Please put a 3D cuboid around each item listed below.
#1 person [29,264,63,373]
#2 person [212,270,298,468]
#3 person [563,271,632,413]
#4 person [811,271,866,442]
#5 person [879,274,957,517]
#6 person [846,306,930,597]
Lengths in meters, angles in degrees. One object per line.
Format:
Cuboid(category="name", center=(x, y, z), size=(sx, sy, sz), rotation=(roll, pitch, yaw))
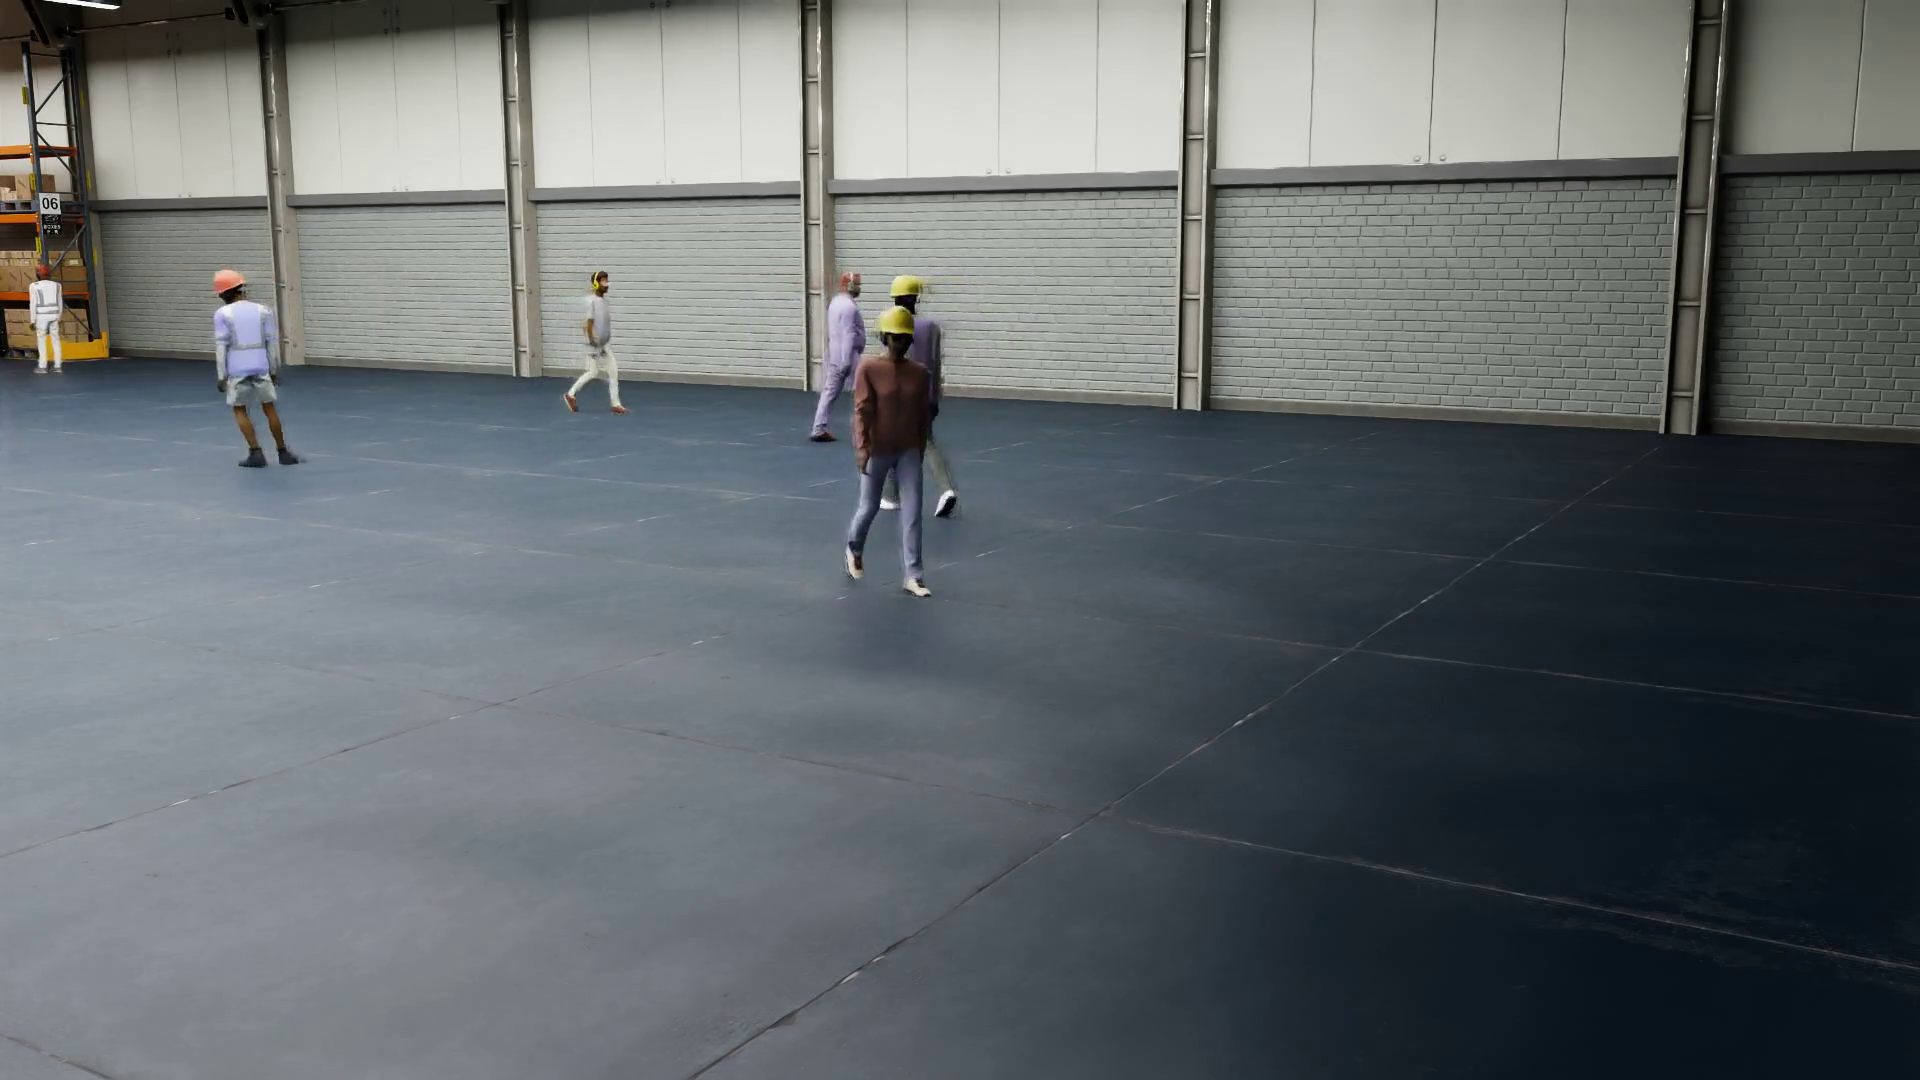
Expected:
Cuboid(category="person", center=(-15.832, -3.829, 28.823), size=(0.374, 1.881, 0.585), rotation=(6, 11, 31))
Cuboid(category="person", center=(-6.782, -1.637, 15.976), size=(0.394, 1.884, 0.746), rotation=(10, 14, 44))
Cuboid(category="person", center=(-4.711, -2.546, 21.465), size=(0.855, 1.845, 0.533), rotation=(3, 10, 20))
Cuboid(category="person", center=(-1.180, -1.981, 18.074), size=(0.992, 1.853, 0.656), rotation=(-4, 10, -20))
Cuboid(category="person", center=(-0.346, -1.127, 13.005), size=(0.599, 1.891, 0.935), rotation=(-7, 12, -37))
Cuboid(category="person", center=(-0.441, -0.562, 10.133), size=(0.533, 1.732, 0.857), rotation=(-5, 11, -26))
